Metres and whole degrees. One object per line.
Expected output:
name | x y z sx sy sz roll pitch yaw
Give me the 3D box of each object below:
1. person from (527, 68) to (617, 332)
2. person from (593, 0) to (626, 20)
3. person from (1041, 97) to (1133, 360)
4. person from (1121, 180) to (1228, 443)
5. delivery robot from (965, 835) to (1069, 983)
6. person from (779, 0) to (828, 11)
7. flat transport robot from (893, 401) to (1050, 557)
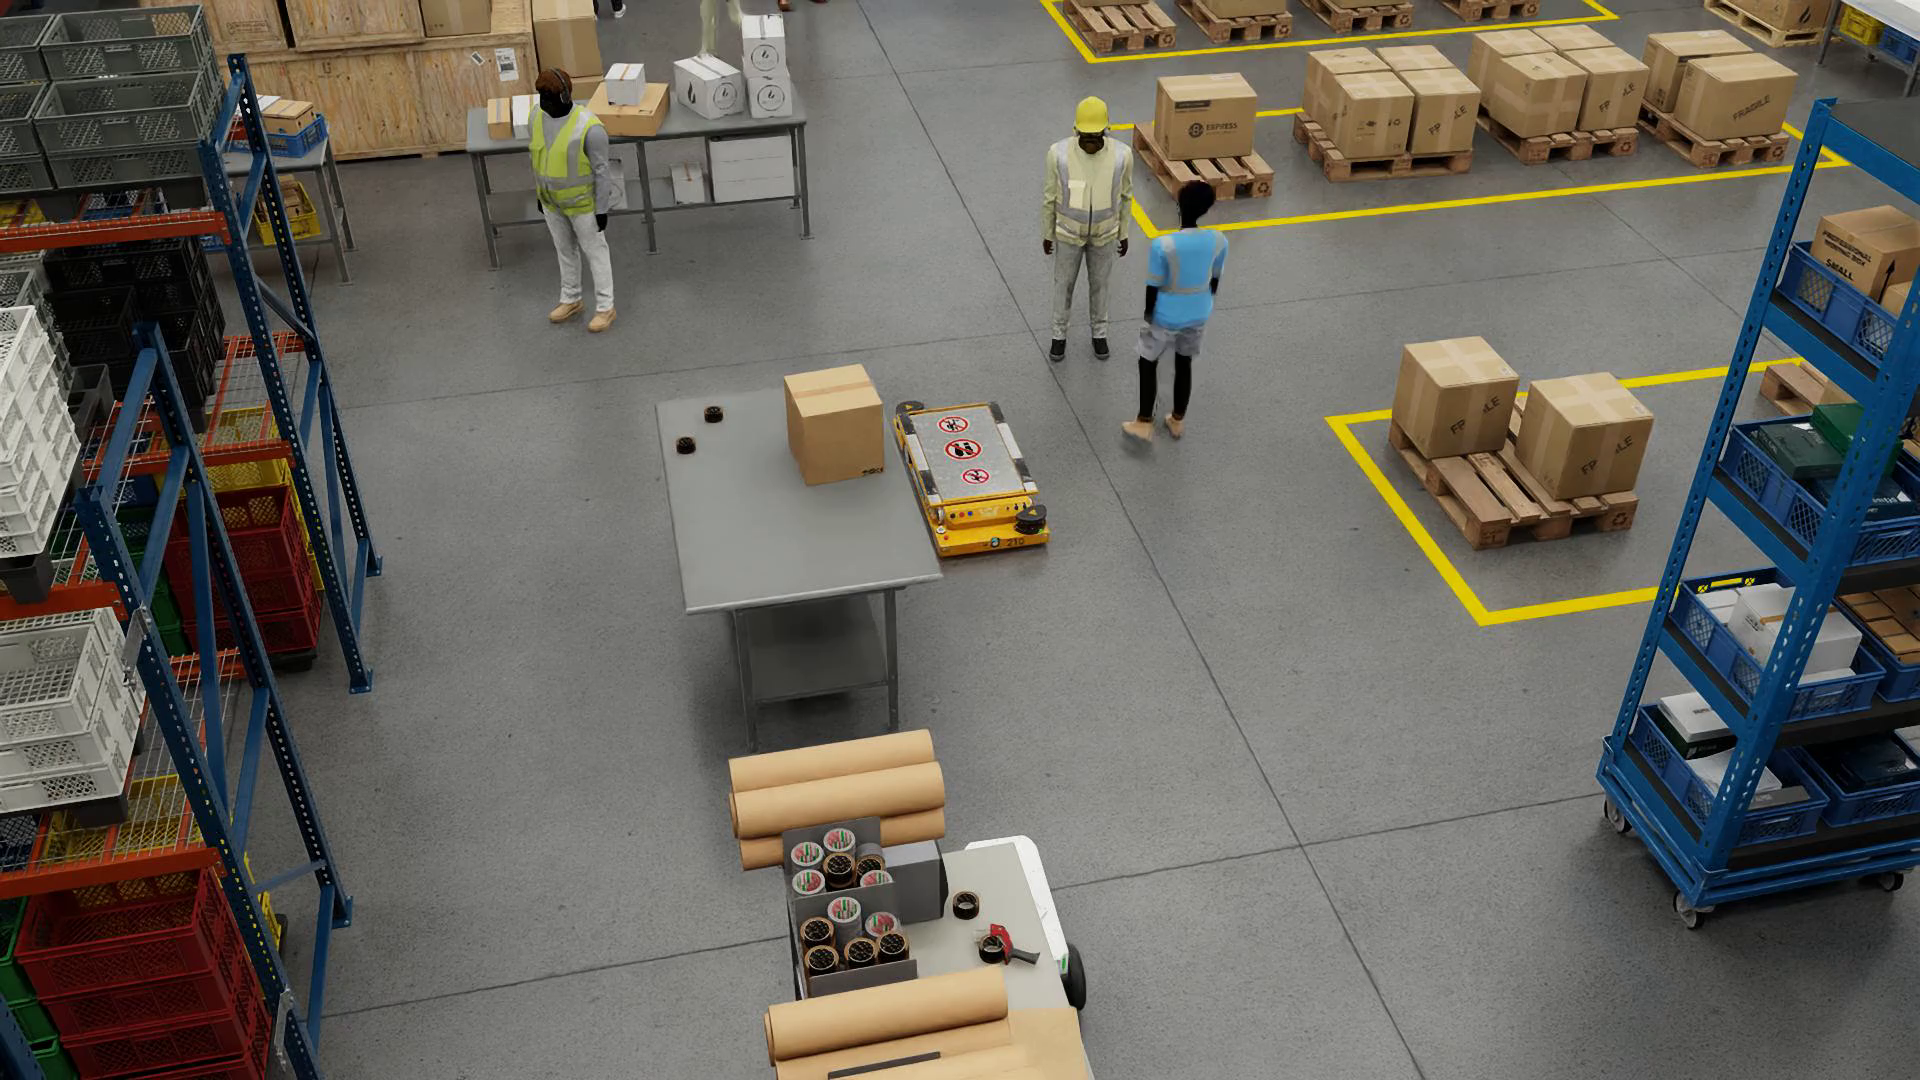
person | -2.652 -2.308 11.327 0.623 1.844 0.429 17 40 21
person | -3.626 -6.095 16.357 0.589 1.914 0.392 -8 37 -11
person | 0.833 -2.043 10.977 0.599 1.832 0.404 -1 37 -1
person | 1.355 -1.396 10.245 0.592 1.660 0.373 -15 39 -19
delivery robot | 0.225 1.590 7.082 0.477 0.478 0.707 -7 37 -9
person | -1.650 -6.271 16.627 0.705 1.897 0.416 -17 40 -21
flat transport robot | 0.046 -0.430 10.108 0.652 0.197 1.431 -8 37 -10
